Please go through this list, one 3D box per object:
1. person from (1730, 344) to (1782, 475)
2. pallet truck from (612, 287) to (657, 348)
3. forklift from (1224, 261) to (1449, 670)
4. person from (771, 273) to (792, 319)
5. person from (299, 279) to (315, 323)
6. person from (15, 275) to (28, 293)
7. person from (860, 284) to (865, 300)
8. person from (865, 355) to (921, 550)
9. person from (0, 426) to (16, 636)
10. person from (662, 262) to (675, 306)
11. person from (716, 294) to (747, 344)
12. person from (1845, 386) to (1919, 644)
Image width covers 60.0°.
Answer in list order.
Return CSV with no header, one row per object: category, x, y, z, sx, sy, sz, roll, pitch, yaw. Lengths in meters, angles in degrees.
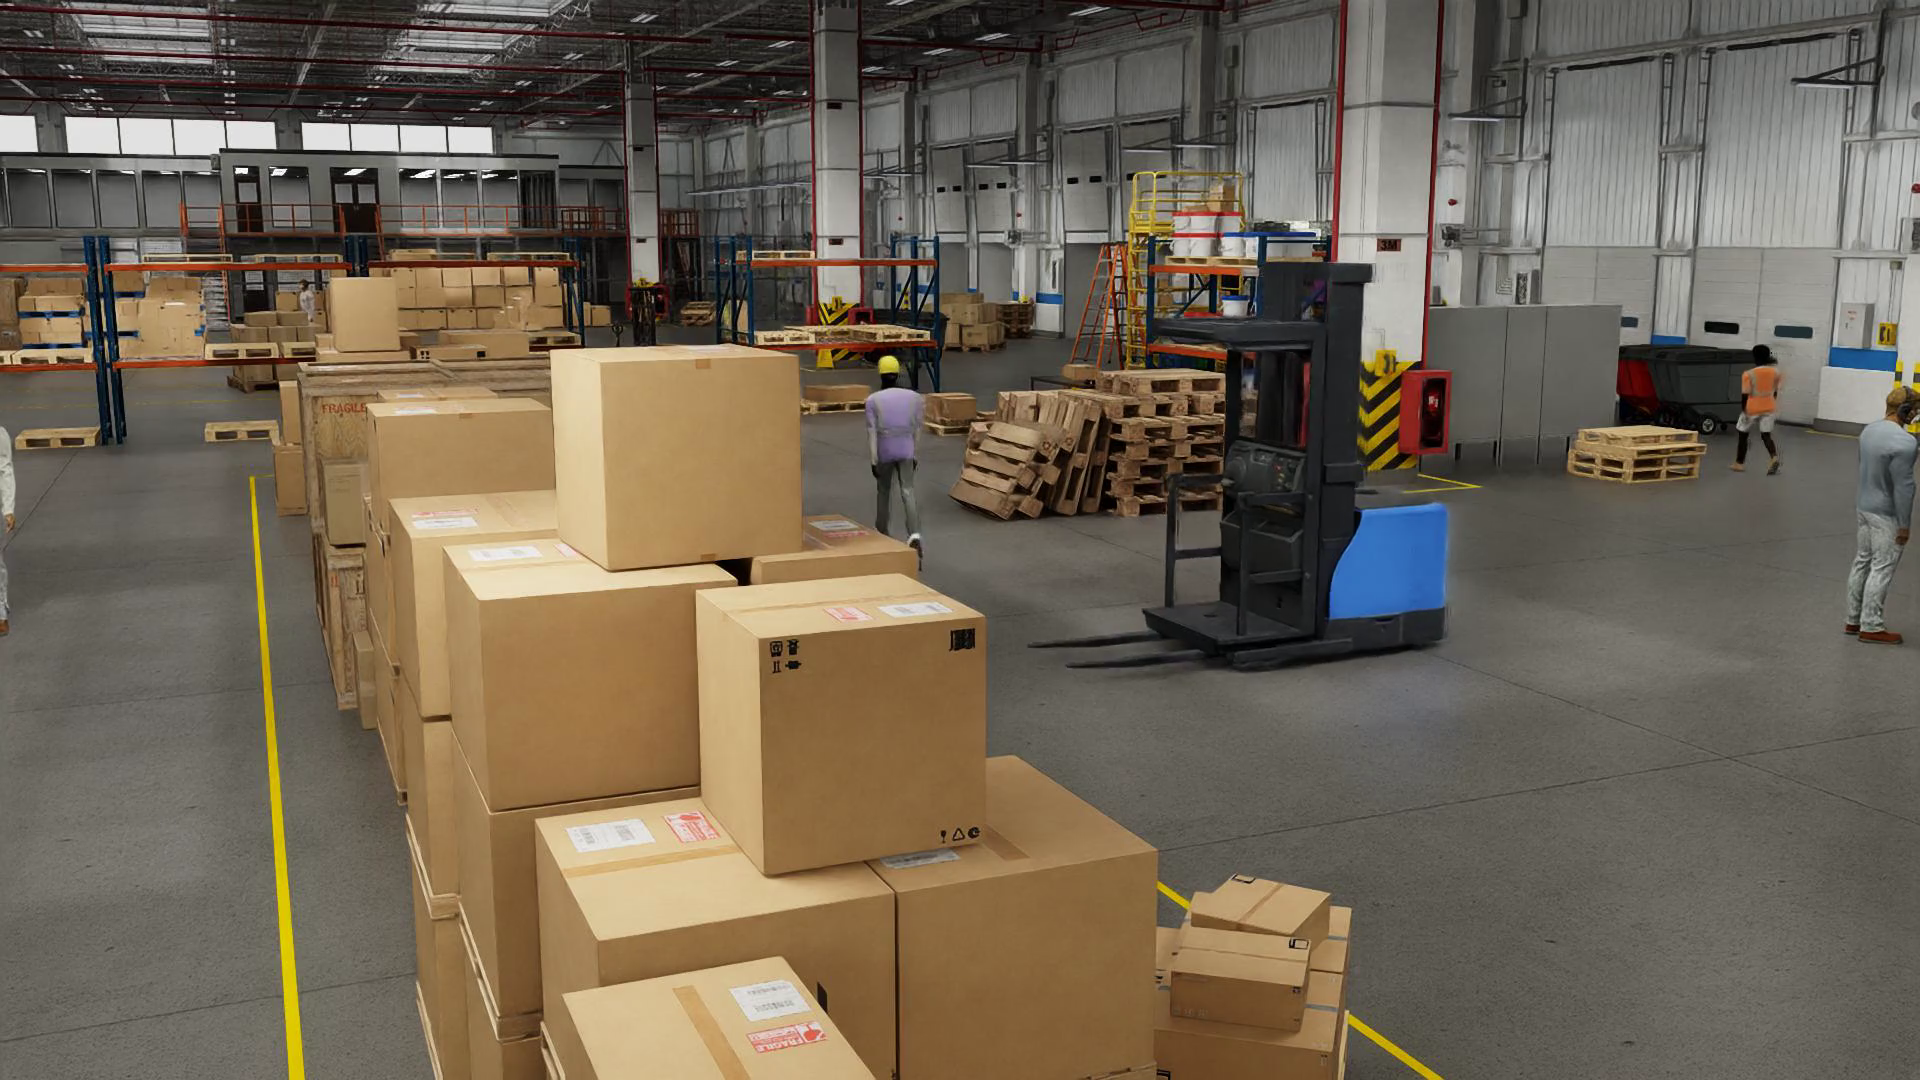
person,10.182,-1.660,21.166,0.533,1.669,0.729,-1,10,-4
pallet truck,-6.464,-4.406,35.401,0.823,1.965,1.885,6,12,32
forklift,2.528,-0.614,12.067,1.873,2.768,1.129,-4,11,-23
person,-6.647,-9.062,61.817,0.738,1.722,0.477,3,11,15
person,-17.029,-5.830,43.415,0.376,1.940,0.627,-9,14,-41
person,-29.945,-7.528,53.078,0.536,1.826,0.528,6,12,30
person,-3.370,-7.555,53.278,0.626,1.802,0.920,0,10,2
person,-0.621,-0.833,16.032,0.577,1.888,0.956,-3,11,-17
person,-7.434,-0.219,12.487,0.632,1.938,0.359,-3,11,-15
person,-13.059,-11.403,74.058,0.667,1.959,0.652,7,13,35
person,-4.998,-4.467,36.329,0.648,1.786,0.973,2,10,9
person,6.859,-0.182,12.330,0.388,1.927,0.640,0,10,1
